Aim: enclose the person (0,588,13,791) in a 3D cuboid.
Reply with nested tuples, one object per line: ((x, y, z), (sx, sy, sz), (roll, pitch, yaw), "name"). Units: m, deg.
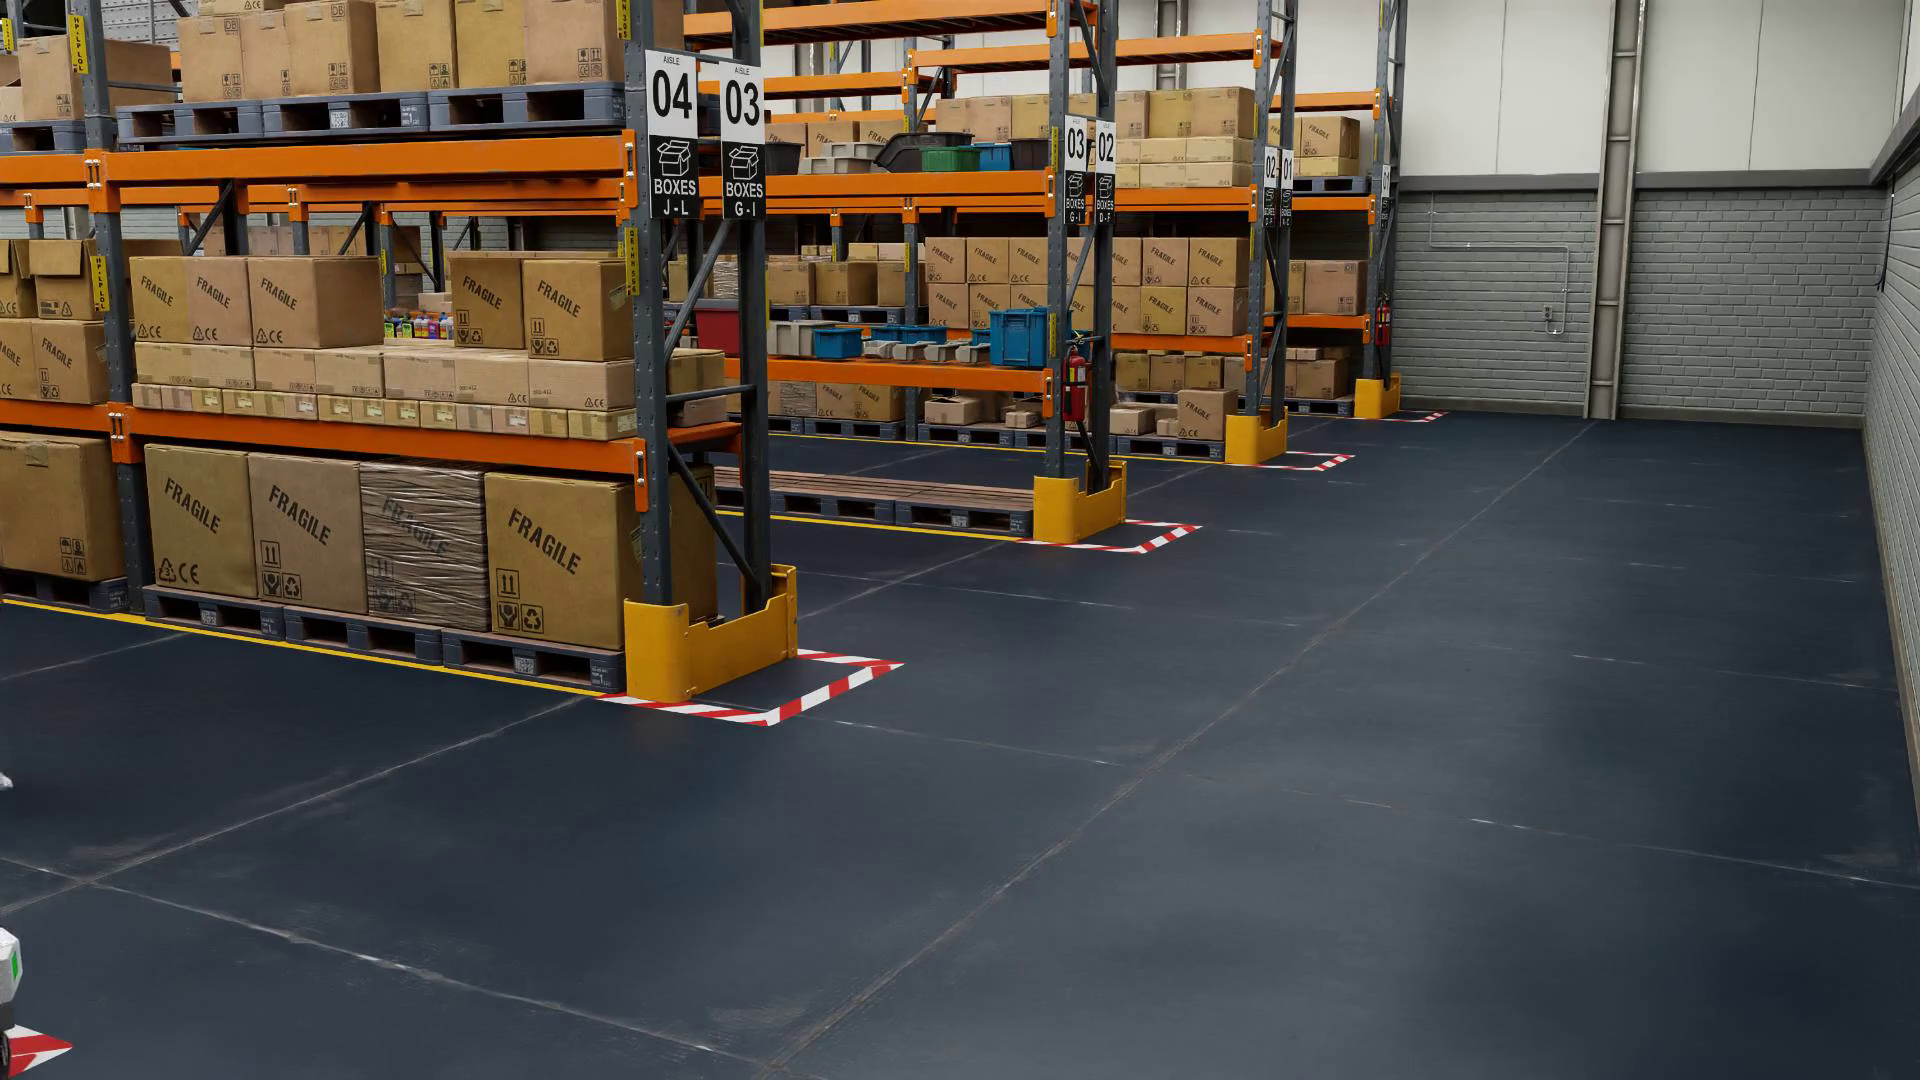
((-4.371, 0.204, 7.101), (0.660, 1.722, 0.485), (7, 13, 35), "person")

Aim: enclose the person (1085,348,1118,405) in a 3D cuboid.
((1.619, -2.168, 19.746), (0.979, 1.842, 0.592), (5, 12, 27), "person")

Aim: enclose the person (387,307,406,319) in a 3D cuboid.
((-5.922, -1.699, 17.822), (0.864, 1.596, 0.519), (7, 13, 35), "person")

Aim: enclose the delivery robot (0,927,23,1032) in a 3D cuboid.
((-2.918, 1.230, 4.434), (0.477, 0.478, 0.707), (9, 14, 40), "delivery robot")
